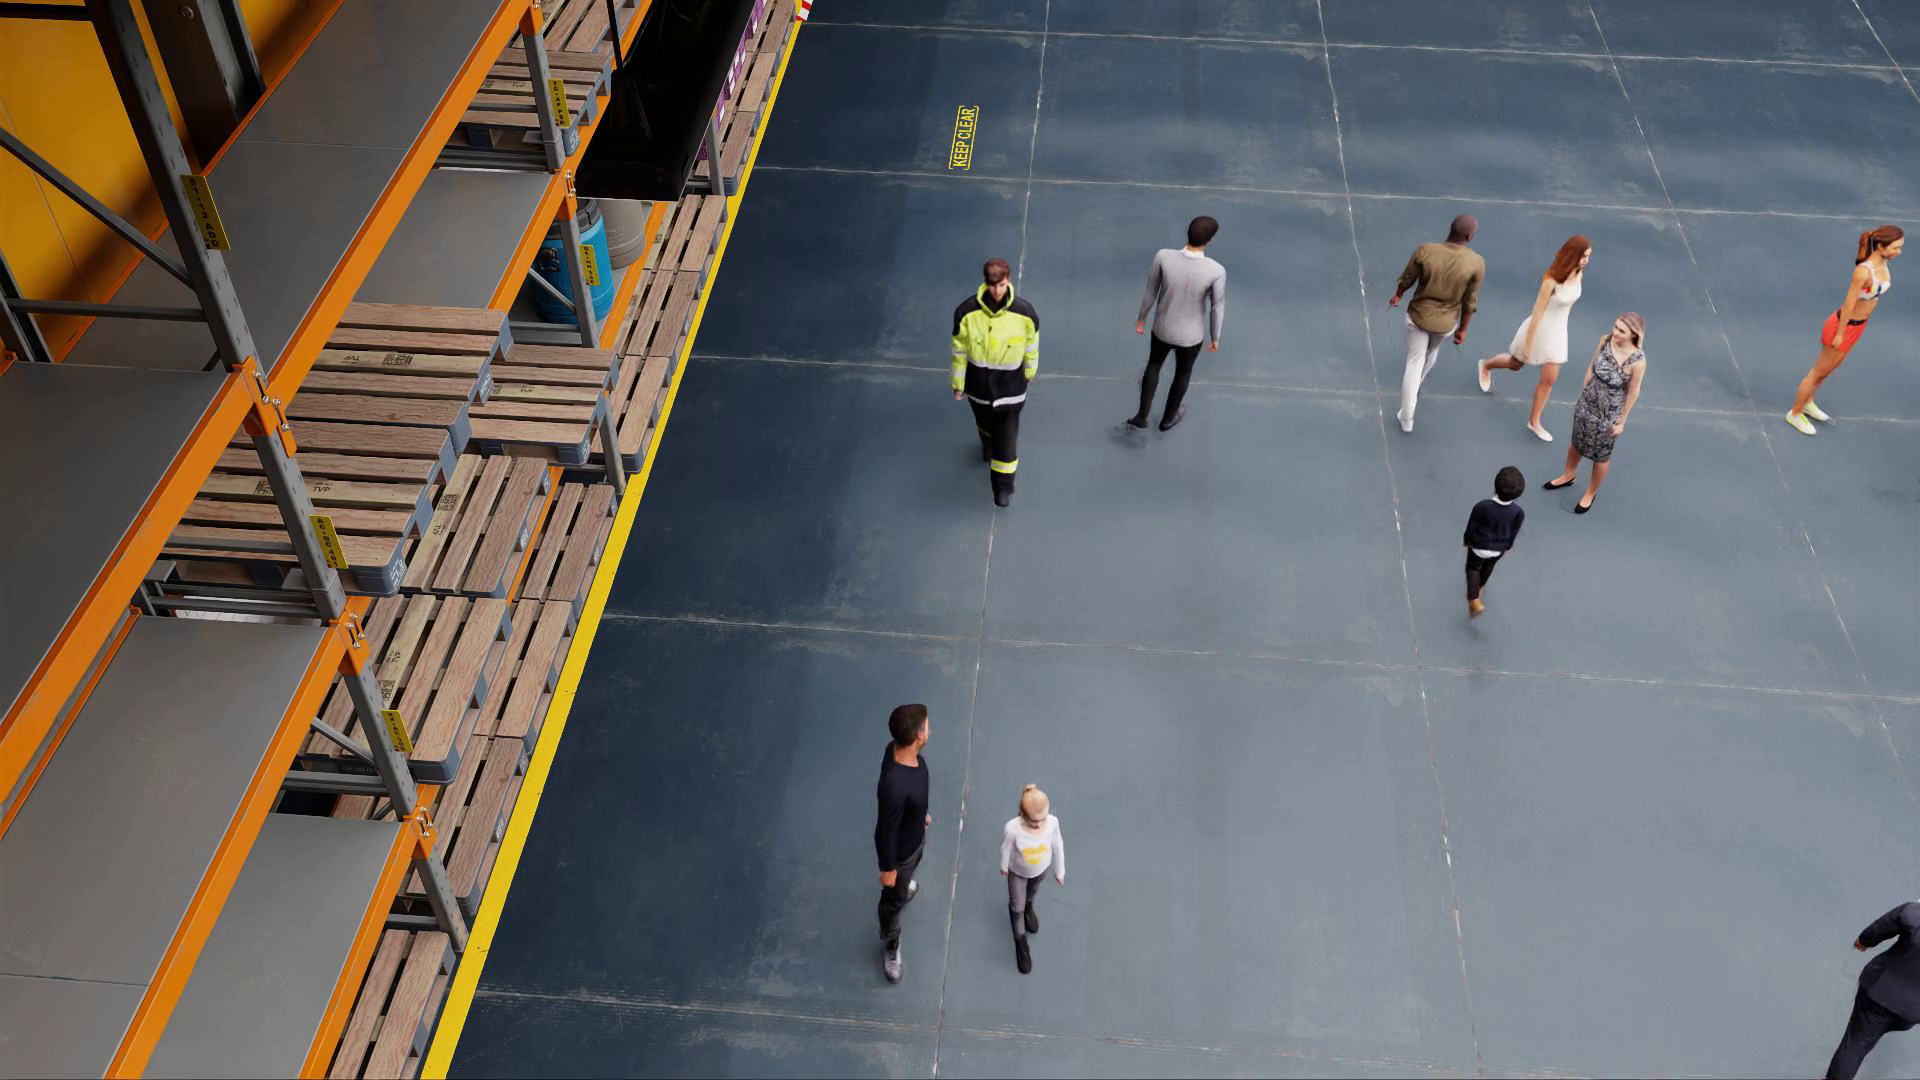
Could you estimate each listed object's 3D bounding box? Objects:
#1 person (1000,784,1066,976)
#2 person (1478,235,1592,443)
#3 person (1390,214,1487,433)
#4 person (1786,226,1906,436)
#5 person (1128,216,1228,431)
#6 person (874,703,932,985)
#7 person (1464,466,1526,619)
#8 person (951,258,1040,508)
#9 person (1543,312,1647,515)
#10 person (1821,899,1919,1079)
[{"bbox_3d":[0.375,1.795,9.444,0.647,1.265,0.807,-11,45,-11],"label":"person"},{"bbox_3d":[4.408,-1.629,12.740,0.938,1.676,1.194,-13,45,-13],"label":"person"},{"bbox_3d":[3.582,-1.602,12.630,0.813,1.789,1.086,5,44,5],"label":"person"},{"bbox_3d":[6.731,-1.630,12.660,0.668,1.790,0.737,-33,52,-30],"label":"person"},{"bbox_3d":[1.617,-1.574,12.521,0.914,1.899,0.911,11,45,12],"label":"person"},{"bbox_3d":[-0.366,1.690,9.140,0.931,1.837,0.502,17,46,17],"label":"person"},{"bbox_3d":[3.621,0.028,11.338,0.503,1.212,0.746,5,44,5],"label":"person"},{"bbox_3d":[0.254,-1.269,12.180,0.790,1.929,1.174,2,44,2],"label":"person"},{"bbox_3d":[4.652,-0.943,12.001,0.705,1.703,0.608,-22,48,-21],"label":"person"},{"bbox_3d":[4.788,2.367,8.472,1.052,1.779,1.308,22,48,21],"label":"person"}]
